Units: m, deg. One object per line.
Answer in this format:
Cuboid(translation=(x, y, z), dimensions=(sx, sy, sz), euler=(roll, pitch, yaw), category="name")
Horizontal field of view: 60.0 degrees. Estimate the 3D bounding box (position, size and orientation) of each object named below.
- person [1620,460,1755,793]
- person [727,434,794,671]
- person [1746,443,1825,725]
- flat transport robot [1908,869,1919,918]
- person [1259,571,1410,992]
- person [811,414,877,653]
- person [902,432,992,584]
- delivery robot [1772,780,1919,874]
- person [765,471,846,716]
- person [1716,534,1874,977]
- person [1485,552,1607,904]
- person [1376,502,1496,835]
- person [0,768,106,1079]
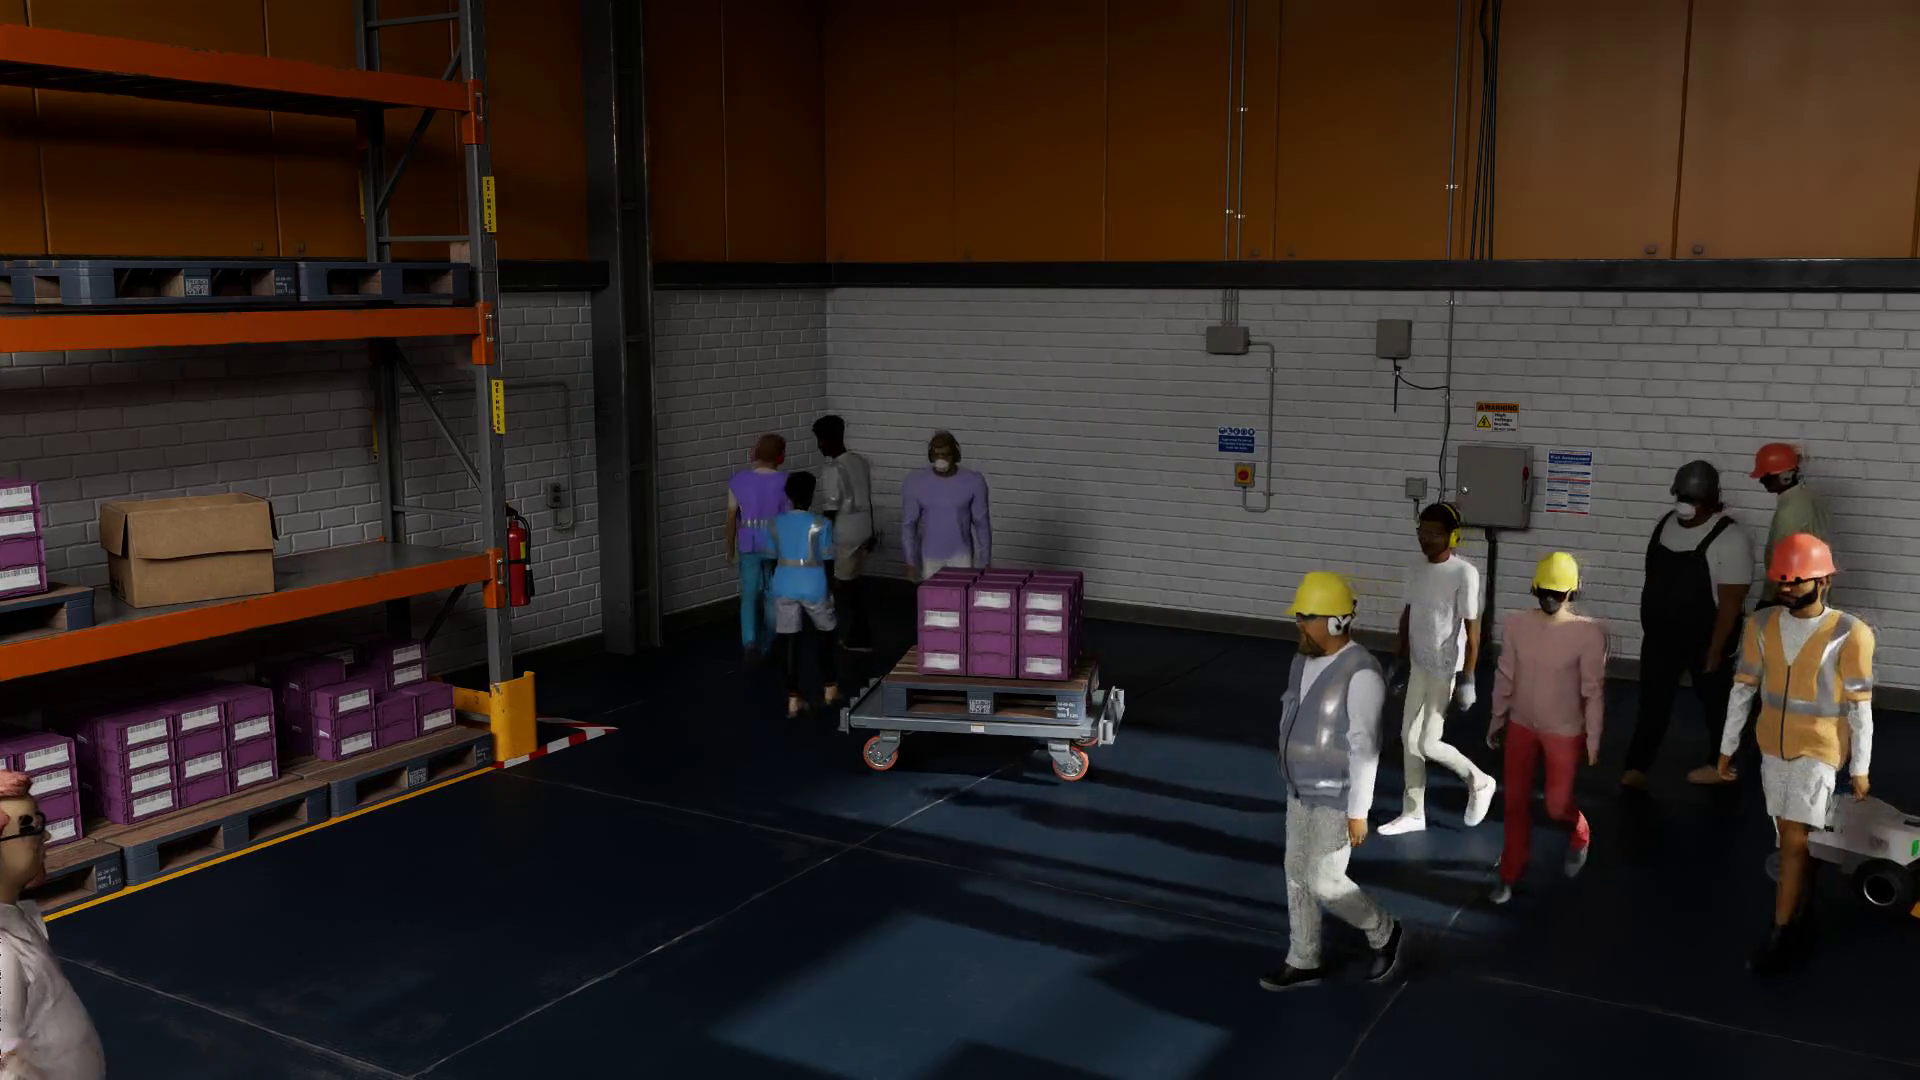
Cuboid(translation=(4.248, 0.475, 9.654), dimensions=(0.959, 2.000, 0.701), euler=(-6, 11, -32), category="person")
Cuboid(translation=(-1.510, 0.088, 12.844), dimensions=(0.597, 1.808, 0.761), euler=(-1, 9, -7), category="person")
Cuboid(translation=(5.326, 0.331, 10.864), dimensions=(0.815, 1.937, 0.693), euler=(6, 11, 31), category="person")
Cuboid(translation=(5.013, 1.731, 7.320), dimensions=(0.652, 0.197, 1.431), euler=(-4, 10, -24), category="flat transport robot")
Cuboid(translation=(1.567, 1.022, 6.946), dimensions=(0.521, 1.812, 0.608), euler=(-3, 10, -18), category="person")
Cuboid(translation=(-0.932, -0.038, 13.214), dimensions=(0.563, 1.927, 0.673), euler=(4, 10, 22), category="person")
Cuboid(translation=(-0.106, 0.163, 12.075), dimensions=(0.632, 1.881, 0.995), euler=(1, 9, 8), category="person")
Cuboid(translation=(4.368, 1.416, 8.114), dimensions=(0.477, 0.478, 0.707), euler=(-7, 12, -38), category="delivery robot")
Cuboid(translation=(-1.066, 0.351, 11.546), dimensions=(0.547, 1.667, 0.674), euler=(3, 10, 17), category="person")
Cuboid(translation=(3.574, 0.925, 7.250), dimensions=(0.841, 1.902, 0.578), euler=(-5, 11, -31), category="person")
Cuboid(translation=(2.843, 0.890, 7.999), dimensions=(0.566, 1.744, 0.548), euler=(-9, 13, -44), category="person")
Cuboid(translation=(2.575, 0.694, 8.920), dimensions=(0.551, 1.845, 0.562), euler=(-4, 10, -22), category="person")
Cuboid(translation=(-2.203, 1.467, 3.883), dimensions=(0.401, 1.910, 0.641), euler=(-7, 11, -37), category="person")
